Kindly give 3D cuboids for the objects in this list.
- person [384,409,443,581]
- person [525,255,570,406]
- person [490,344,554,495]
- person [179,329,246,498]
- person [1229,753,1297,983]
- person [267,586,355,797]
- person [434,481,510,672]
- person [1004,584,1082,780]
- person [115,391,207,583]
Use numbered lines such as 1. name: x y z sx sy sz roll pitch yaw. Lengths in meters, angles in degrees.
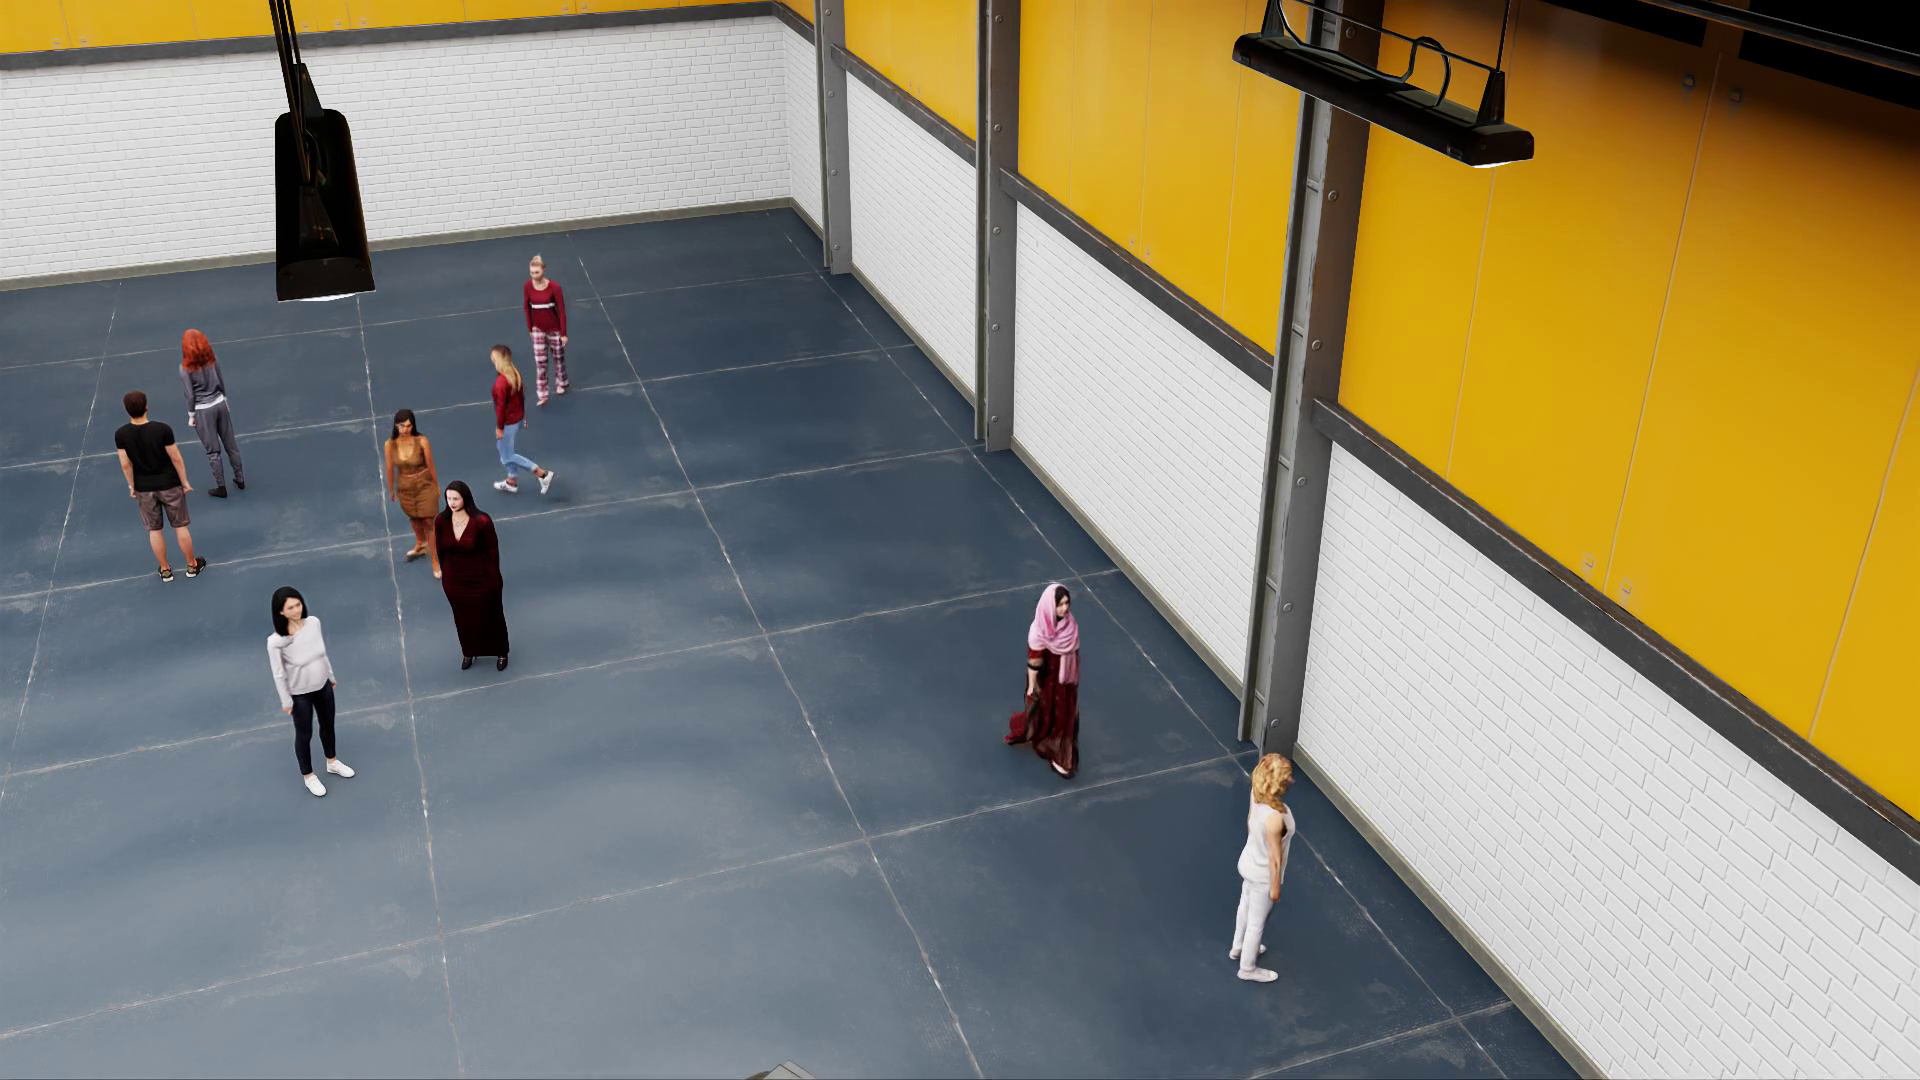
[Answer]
1. person: -5.009 -0.470 15.284 0.766 1.654 0.885 2 29 3
2. person: -4.636 -2.407 18.813 0.853 1.676 1.038 0 29 0
3. person: -4.425 -1.161 16.591 0.902 1.616 0.961 3 29 6
4. person: -7.501 -1.280 16.638 0.680 1.779 0.656 18 34 30
5. person: 1.919 2.069 10.612 0.707 1.671 0.548 -4 29 -7
6. person: -4.854 1.092 12.371 0.754 1.700 0.711 16 32 26
7. person: -4.040 0.296 13.772 0.759 1.757 0.754 2 29 3
8. person: 0.645 1.021 12.577 0.814 1.628 0.989 -20 35 -32
9. person: -7.302 -0.495 15.113 0.666 1.861 0.575 -9 30 -16
